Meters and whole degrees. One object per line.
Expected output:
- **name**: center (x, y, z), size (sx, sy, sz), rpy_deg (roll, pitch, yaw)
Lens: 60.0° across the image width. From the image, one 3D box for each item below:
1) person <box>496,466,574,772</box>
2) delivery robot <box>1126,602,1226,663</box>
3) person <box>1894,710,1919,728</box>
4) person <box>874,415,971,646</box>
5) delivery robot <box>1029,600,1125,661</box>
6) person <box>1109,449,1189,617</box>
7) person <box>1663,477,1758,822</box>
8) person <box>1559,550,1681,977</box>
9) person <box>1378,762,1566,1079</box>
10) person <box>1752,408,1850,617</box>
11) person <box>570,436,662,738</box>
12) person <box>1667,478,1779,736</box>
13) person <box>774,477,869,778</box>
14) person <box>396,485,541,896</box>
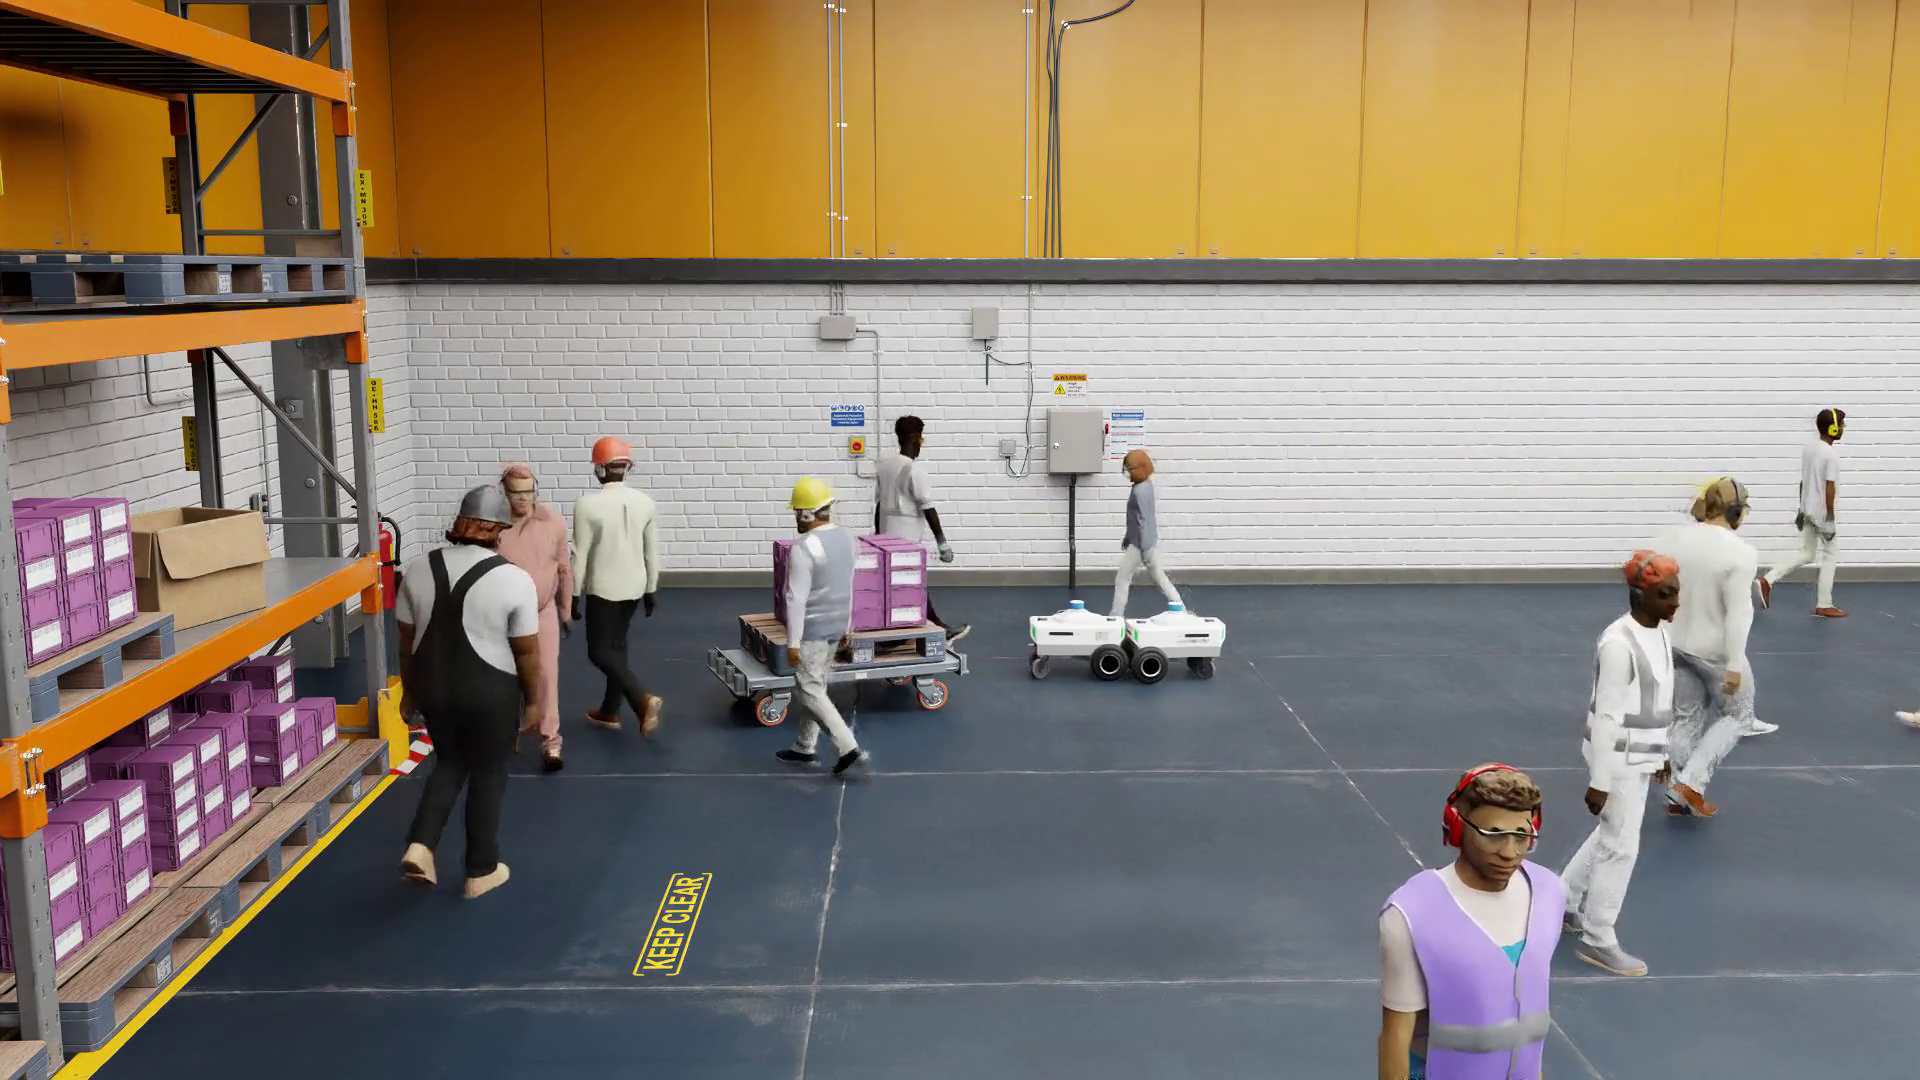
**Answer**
- **person**: center (-2.674, 0.471, 10.117), size (0.682, 1.846, 1.019), rpy_deg (-4, 10, -23)
- **delivery robot**: center (1.601, 0.706, 12.354), size (0.707, 0.478, 0.477), rpy_deg (-1, 9, -6)
- **person**: center (6.465, 0.416, 10.583), size (0.885, 1.800, 0.545), rpy_deg (5, 10, 27)
- **person**: center (-0.367, -0.017, 12.933), size (1.057, 1.895, 0.631), rpy_deg (-5, 10, -27)
- **delivery robot**: center (0.871, 0.694, 12.425), size (0.707, 0.478, 0.477), rpy_deg (0, 9, 1)
- **person**: center (1.525, 0.032, 13.612), size (0.864, 1.588, 0.518), rpy_deg (3, 10, 17)
- **person**: center (4.073, 0.609, 9.046), size (0.434, 1.920, 0.654), rpy_deg (-3, 10, -19)
- **person**: center (2.785, 0.946, 7.225), size (0.614, 1.850, 0.632), rpy_deg (7, 12, 37)
- **person**: center (1.264, 1.440, 4.198), size (0.565, 1.841, 0.384), rpy_deg (-5, 11, -30)
- **person**: center (7.387, -0.230, 14.444), size (0.740, 1.848, 0.523), rpy_deg (0, 9, -1)
- **person**: center (-2.200, 0.312, 10.752), size (0.829, 1.964, 0.624), rpy_deg (8, 12, 39)
- **person**: center (4.846, 0.445, 10.747), size (0.504, 1.694, 0.879), rpy_deg (-7, 12, -38)
- **person**: center (-0.829, 0.523, 9.925), size (0.708, 1.814, 0.605), rpy_deg (5, 11, 28)
- **person**: center (-2.336, 0.718, 8.022), size (0.726, 2.000, 0.576), rpy_deg (3, 10, 16)
